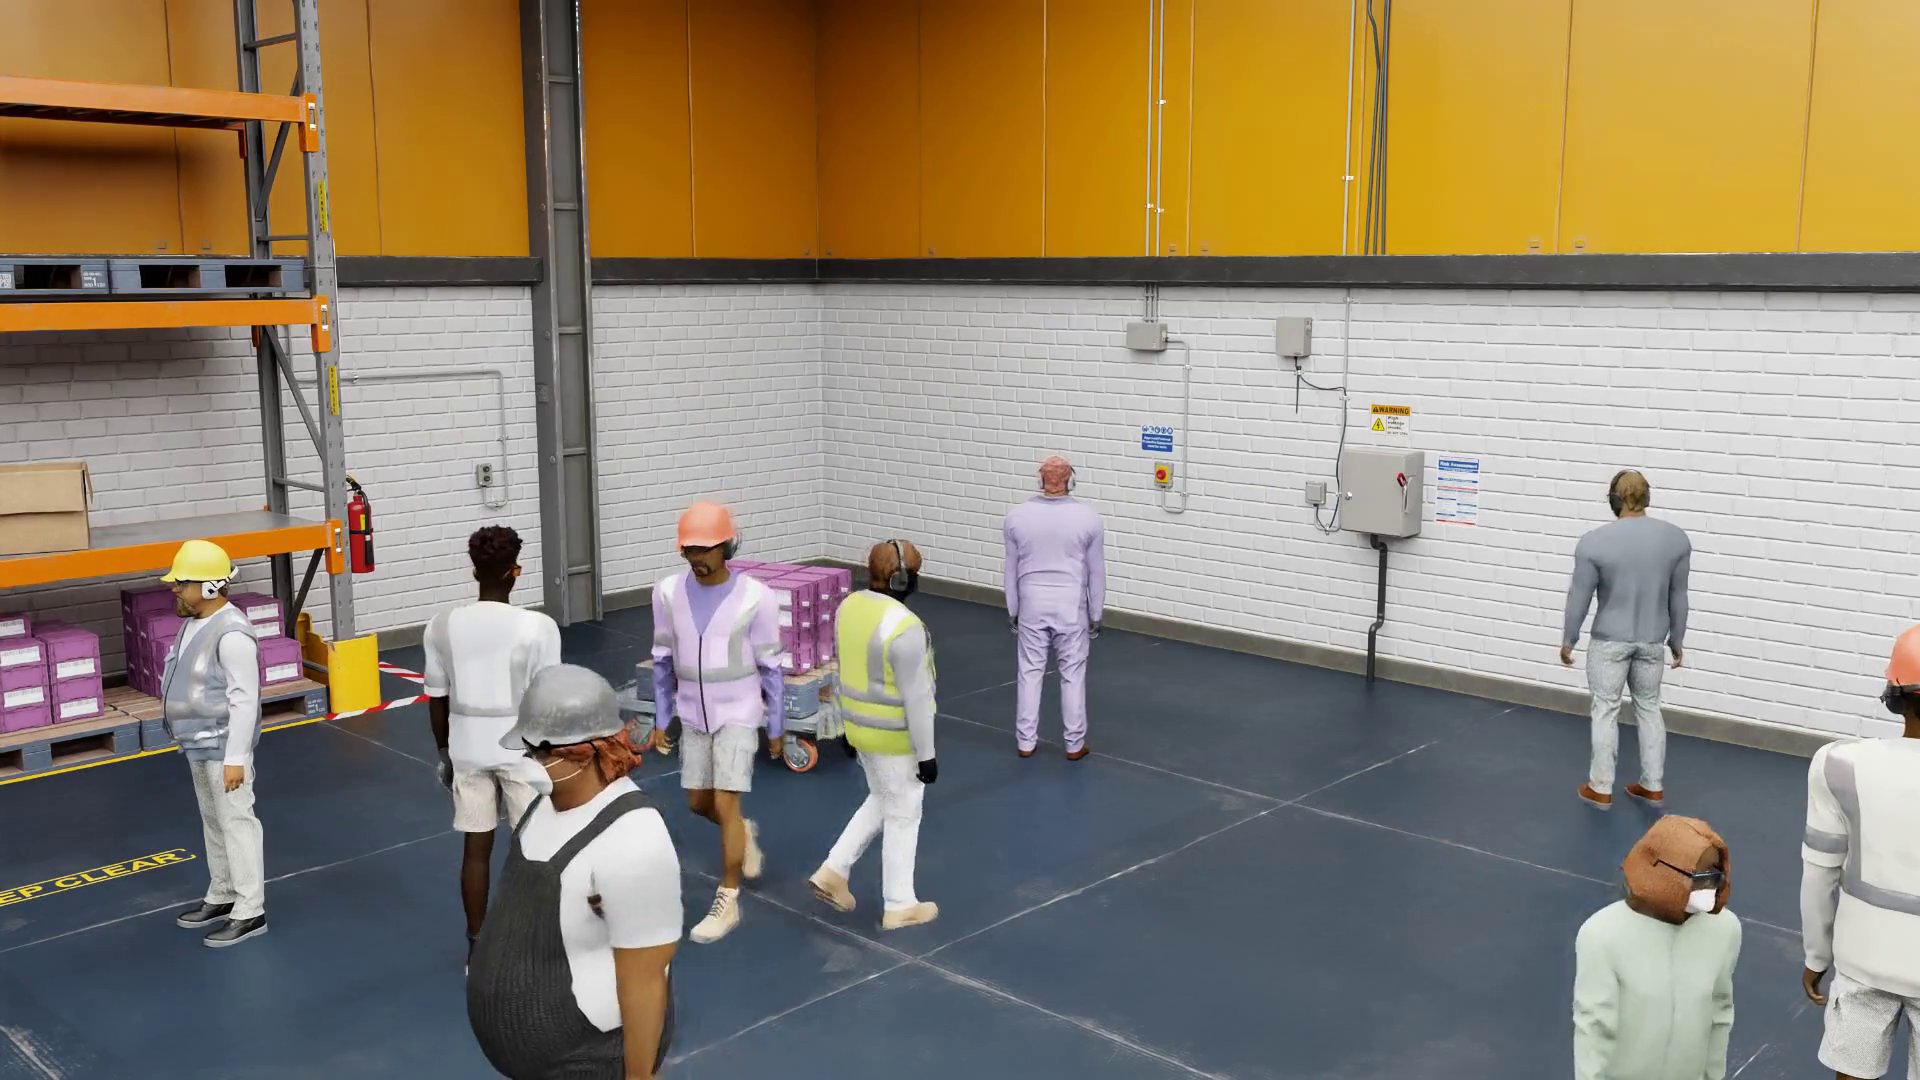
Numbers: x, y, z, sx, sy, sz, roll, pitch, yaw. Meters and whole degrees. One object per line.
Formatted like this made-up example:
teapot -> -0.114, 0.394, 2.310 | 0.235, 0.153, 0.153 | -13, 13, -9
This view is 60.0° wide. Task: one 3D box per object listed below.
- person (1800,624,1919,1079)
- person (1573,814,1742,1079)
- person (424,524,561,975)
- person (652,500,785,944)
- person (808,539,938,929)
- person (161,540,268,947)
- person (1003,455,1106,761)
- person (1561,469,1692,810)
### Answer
person -> 2.763, 1.235, 4.834 | 0.607, 2.048, 0.365 | 8, 12, 41
person -> 1.868, 1.527, 4.406 | 0.512, 1.597, 0.824 | -1, 9, -6
person -> -1.954, 0.905, 7.104 | 0.612, 1.962, 0.361 | 1, 9, 7
person -> -1.078, 0.779, 7.721 | 0.630, 2.022, 0.778 | 3, 10, 18
person -> -0.349, 0.901, 7.563 | 0.499, 1.826, 0.642 | -6, 11, -32
person -> -3.368, 0.905, 7.509 | 0.403, 1.833, 0.586 | -8, 13, -42
person -> 0.590, 0.422, 10.288 | 0.640, 1.901, 0.404 | 2, 10, 14
person -> 3.724, 0.561, 9.314 | 0.650, 1.932, 0.404 | 0, 9, -2
